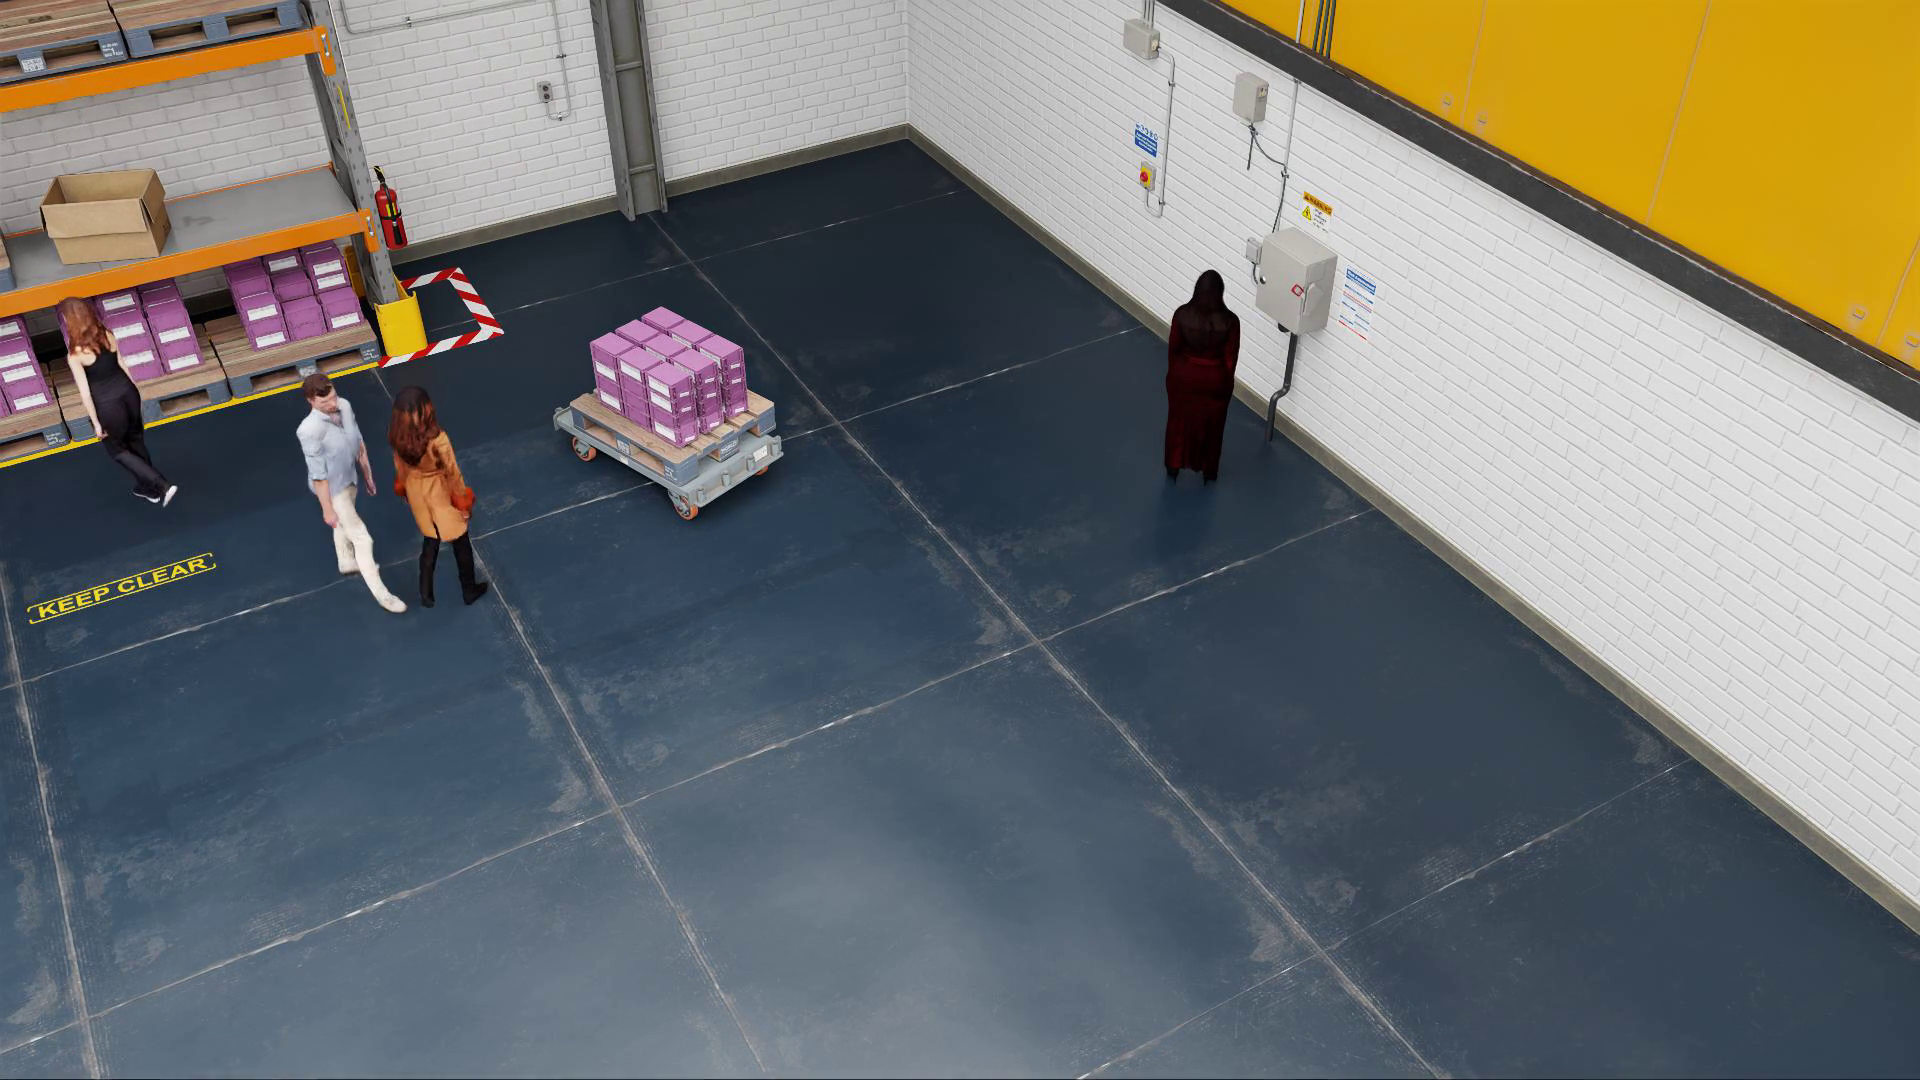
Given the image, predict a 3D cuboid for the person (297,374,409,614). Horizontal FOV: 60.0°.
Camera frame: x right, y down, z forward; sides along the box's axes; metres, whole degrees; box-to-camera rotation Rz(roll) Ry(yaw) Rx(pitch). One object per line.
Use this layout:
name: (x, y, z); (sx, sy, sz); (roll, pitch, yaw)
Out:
person: (-4.196, -0.368, 11.091); (1.071, 1.810, 0.995); (2, 39, 2)

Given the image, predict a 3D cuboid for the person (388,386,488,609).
person: (-3.522, -0.228, 10.992); (0.996, 1.715, 1.056); (13, 40, 16)

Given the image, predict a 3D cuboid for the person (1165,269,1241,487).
person: (1.753, -1.169, 12.139); (0.768, 1.756, 0.831); (9, 39, 11)

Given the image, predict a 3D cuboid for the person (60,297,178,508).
person: (-5.943, -0.926, 11.857); (0.890, 1.728, 0.890); (18, 42, 22)
